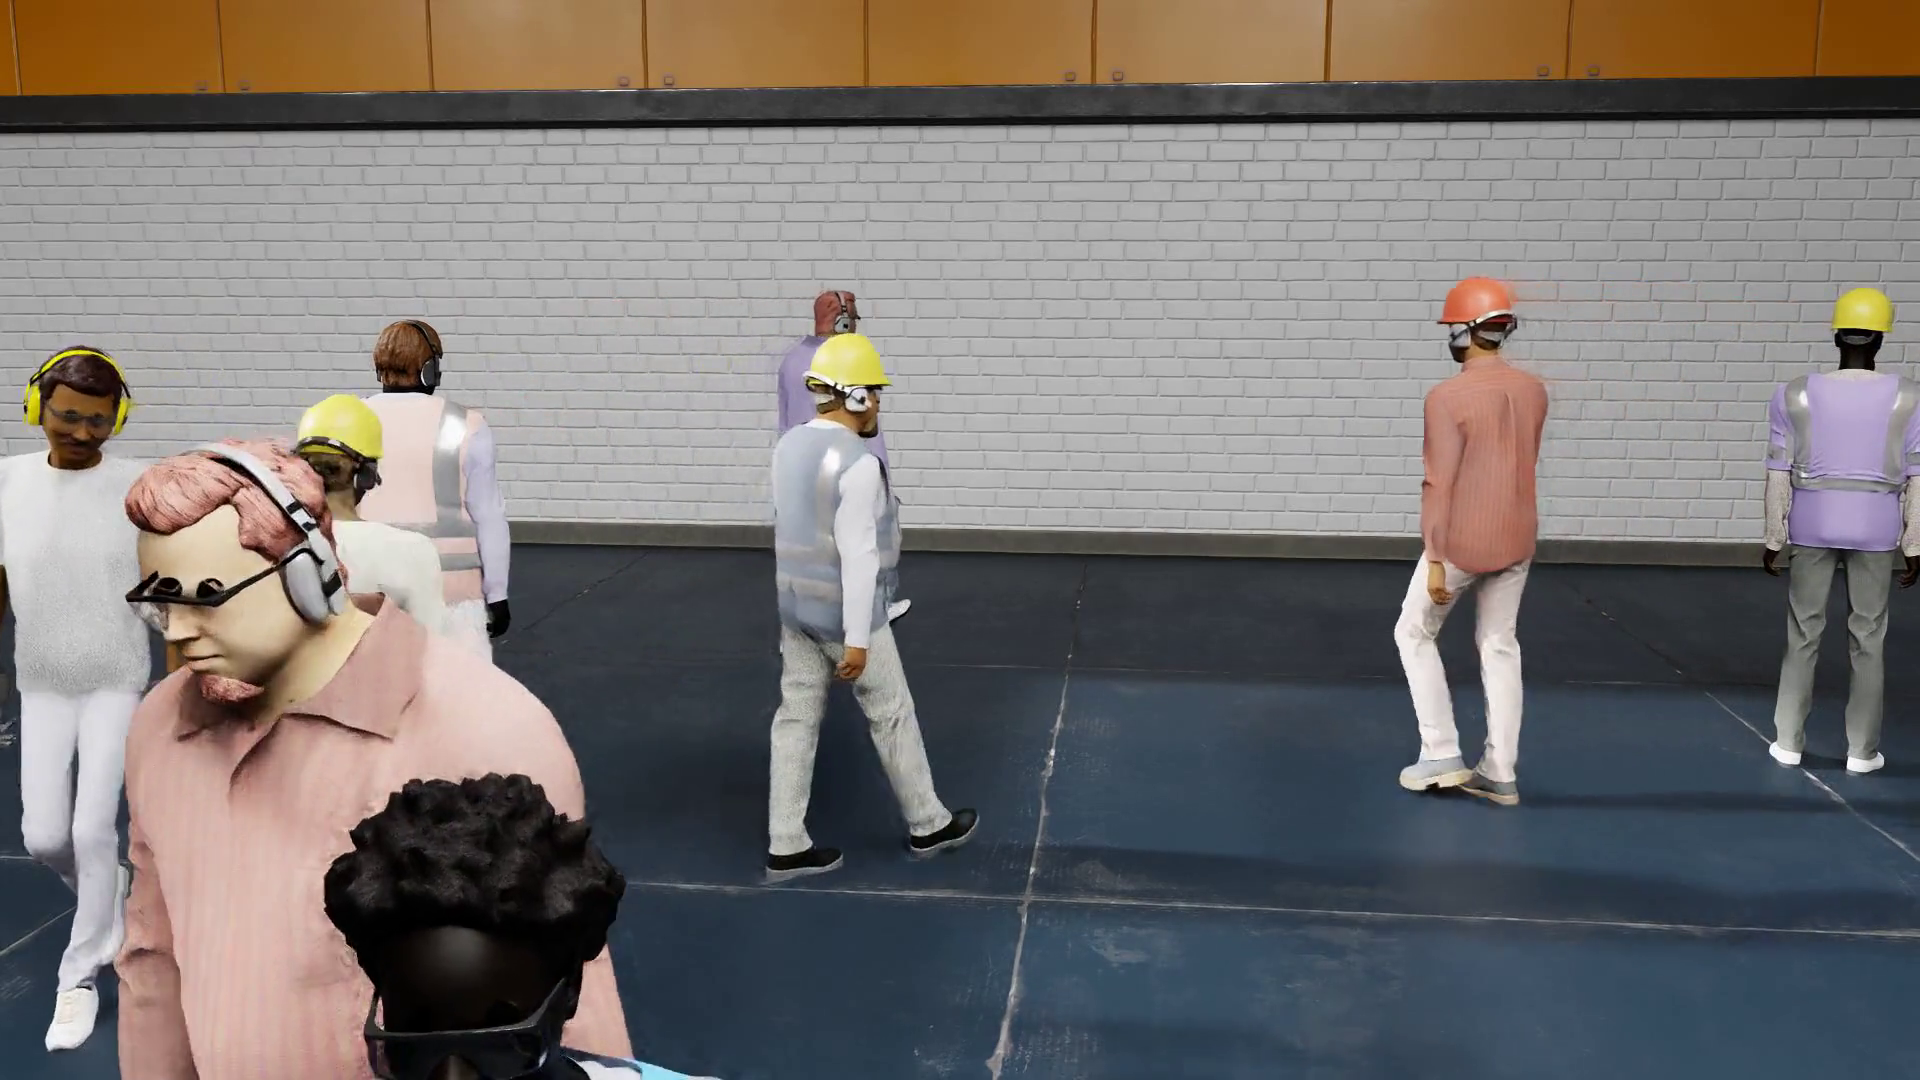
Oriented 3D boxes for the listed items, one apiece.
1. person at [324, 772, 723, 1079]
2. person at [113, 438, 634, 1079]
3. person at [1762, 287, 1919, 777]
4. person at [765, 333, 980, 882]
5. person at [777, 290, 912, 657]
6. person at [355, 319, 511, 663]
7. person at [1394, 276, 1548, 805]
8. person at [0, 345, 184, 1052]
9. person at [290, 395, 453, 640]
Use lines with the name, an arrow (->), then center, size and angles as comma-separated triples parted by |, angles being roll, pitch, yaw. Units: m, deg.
person -> -0.356, 0.999, 1.428 | 0.560, 1.675, 0.477 | -1, 10, -8
person -> -0.787, 0.806, 2.050 | 0.697, 1.847, 0.939 | 5, 11, 26
person -> 3.491, -0.026, 6.583 | 0.588, 1.927, 0.365 | 5, 11, 27
person -> -0.313, 0.216, 5.562 | 0.865, 1.791, 0.595 | -8, 12, -37
person -> -0.571, -0.346, 8.591 | 0.963, 1.857, 0.679 | -7, 12, -36
person -> -1.829, 0.176, 5.675 | 0.627, 1.844, 0.429 | 1, 10, 3
person -> 1.921, 0.011, 6.250 | 0.629, 1.976, 0.544 | -5, 11, -24
person -> -2.355, 0.389, 4.471 | 0.572, 1.833, 0.573 | -2, 10, -11
person -> -1.554, 0.487, 4.260 | 0.536, 1.704, 0.920 | 0, 10, -2
